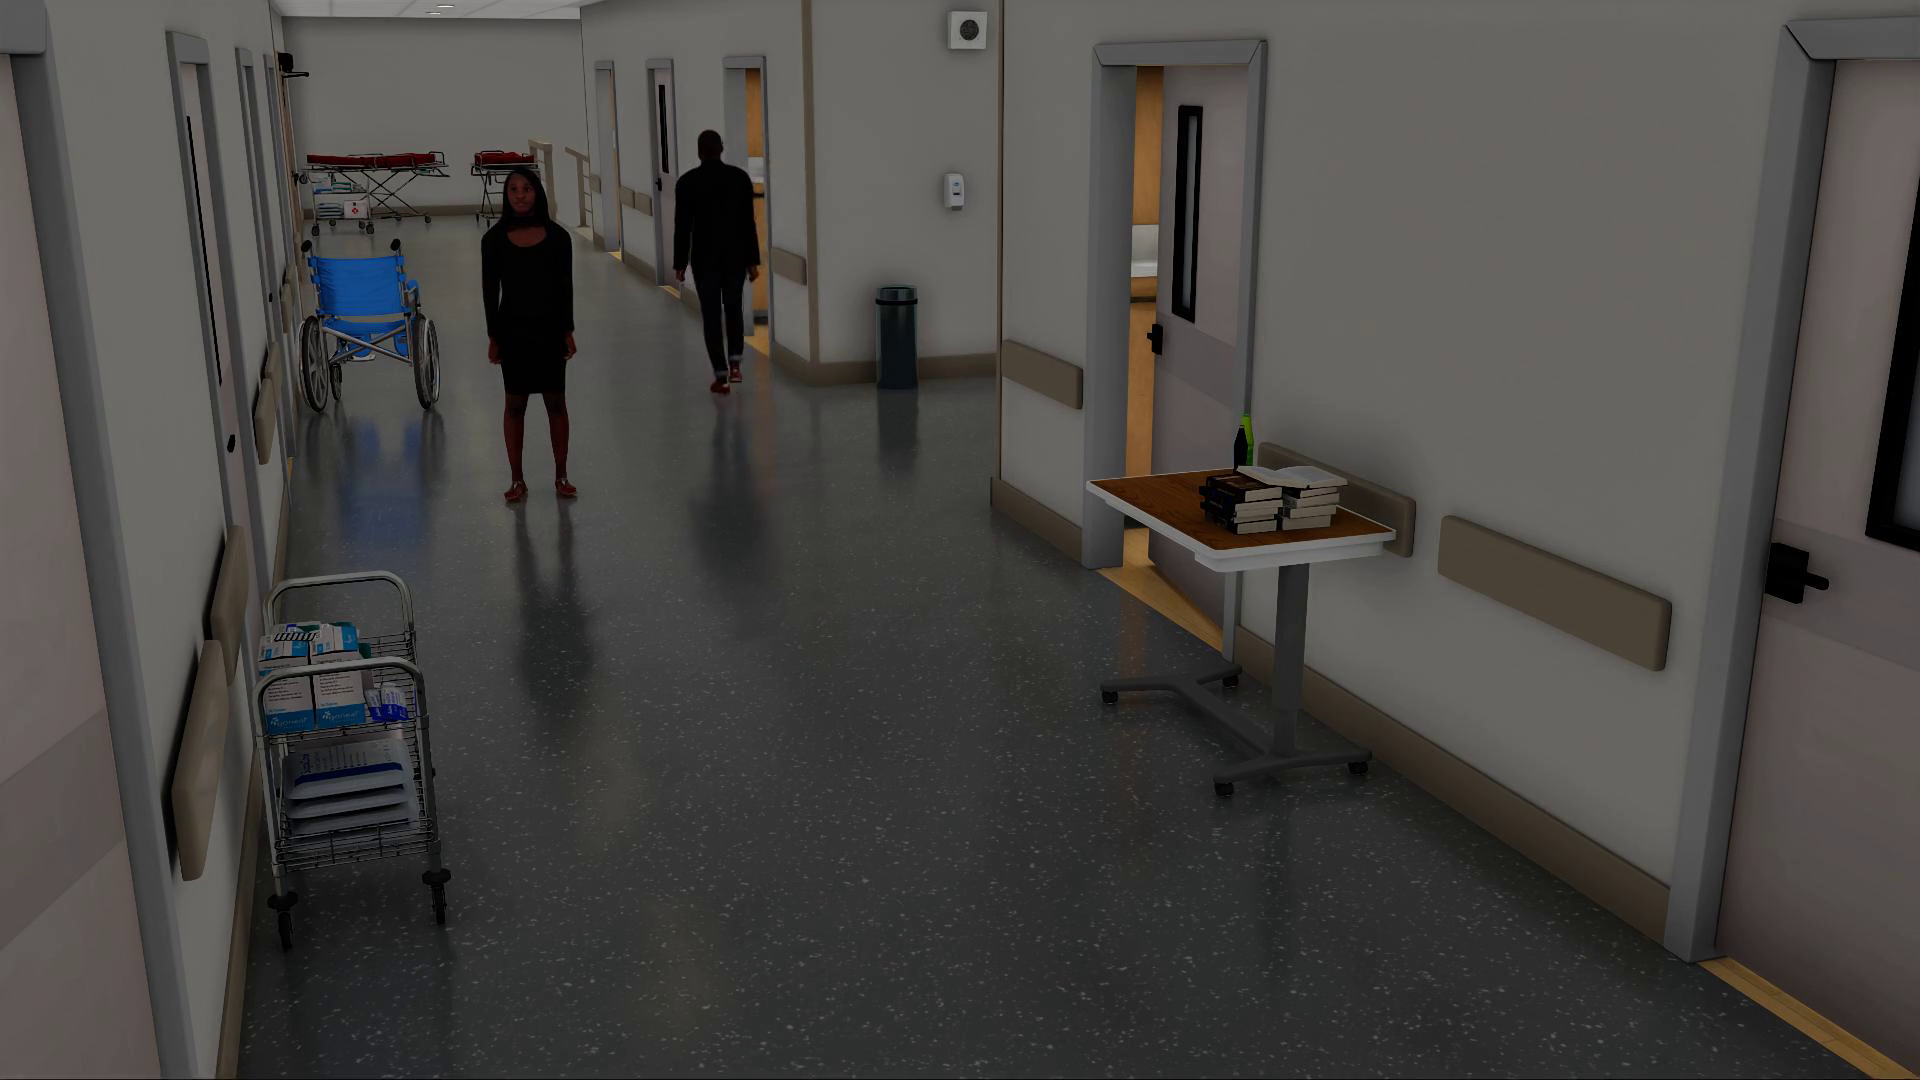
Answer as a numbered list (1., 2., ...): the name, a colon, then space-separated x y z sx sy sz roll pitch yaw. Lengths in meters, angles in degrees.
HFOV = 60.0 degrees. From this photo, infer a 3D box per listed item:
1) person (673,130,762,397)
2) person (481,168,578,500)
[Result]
1. person: -1.642 -1.888 11.456 0.736 1.806 0.654 -6 17 -20
2. person: -2.246 -1.076 8.734 0.617 1.720 0.498 -5 16 -17
